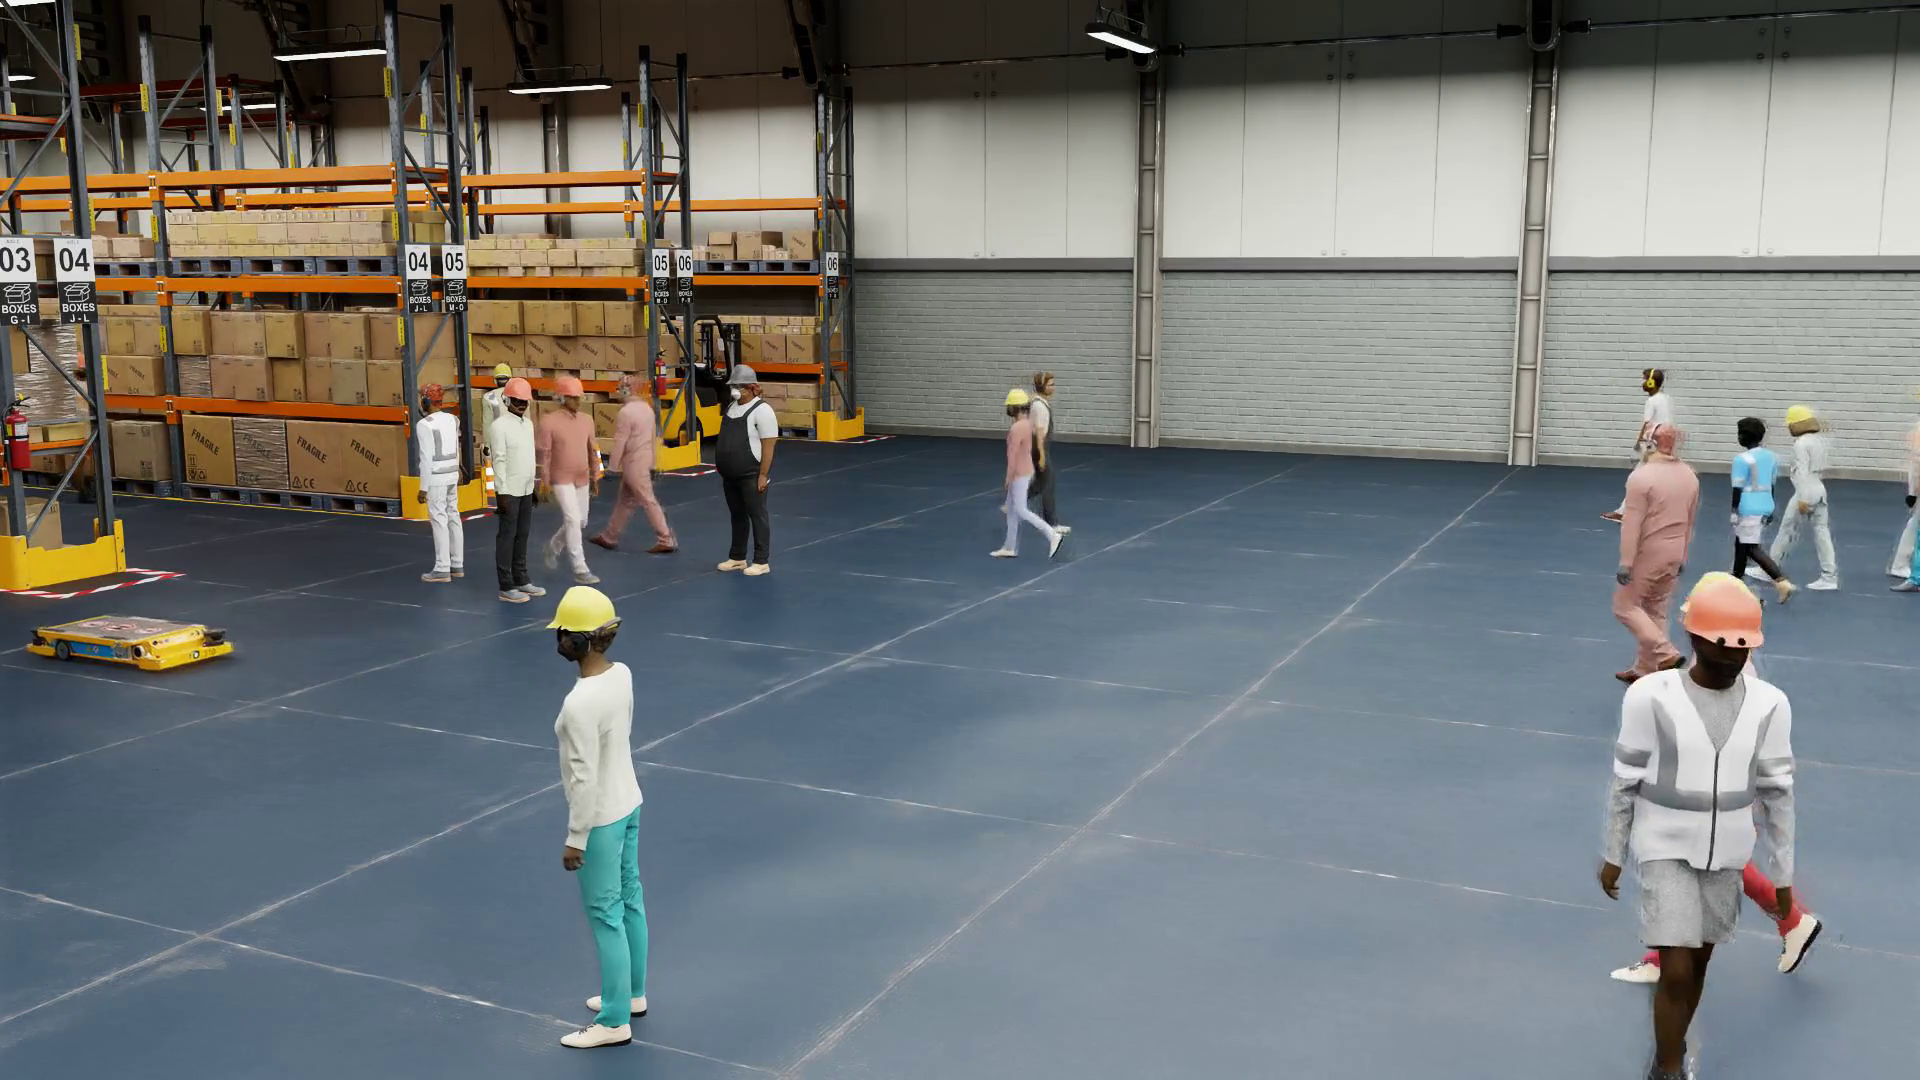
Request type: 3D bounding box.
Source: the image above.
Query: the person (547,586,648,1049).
[{"bbox_3d":[-1.385,1.046,6.331,0.323,1.768,0.523,1,9,8],"label":"person"}]

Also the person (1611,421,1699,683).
[{"bbox_3d":[4.864,0.121,11.613,0.667,1.893,0.542,-5,11,-29],"label":"person"}]

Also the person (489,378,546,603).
[{"bbox_3d":[-3.941,-0.450,14.829,0.392,1.990,0.611,3,10,15],"label":"person"}]

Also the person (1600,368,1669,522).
[{"bbox_3d":[7.915,-1.058,19.083,0.973,1.819,0.542,7,11,36],"label":"person"}]

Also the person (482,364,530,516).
[{"bbox_3d":[-5.416,-1.187,19.847,0.592,1.825,0.404,-6,11,-34],"label":"person"}]

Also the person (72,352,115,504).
[{"bbox_3d":[-10.887,-1.387,20.789,0.657,1.911,0.560,4,10,24],"label":"person"}]

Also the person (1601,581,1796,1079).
[{"bbox_3d":[2.522,1.093,5.592,0.581,1.912,0.748,0,9,2],"label":"person"}]

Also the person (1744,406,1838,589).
[{"bbox_3d":[7.774,-0.397,15.417,0.497,1.675,0.875,-8,12,-40],"label":"person"}]

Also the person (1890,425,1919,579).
[{"bbox_3d":[9.175,-0.494,15.448,0.633,1.860,0.973,-7,12,-38],"label":"person"}]

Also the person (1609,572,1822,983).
[{"bbox_3d":[3.142,0.985,6.798,0.781,1.746,0.528,2,9,11],"label":"person"}]

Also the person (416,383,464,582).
[{"bbox_3d":[-4.929,-0.543,15.725,0.360,1.883,0.574,3,10,17],"label":"person"}]

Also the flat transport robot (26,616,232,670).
[{"bbox_3d":[-6.326,0.762,12.650,1.431,0.197,0.652,4,10,24],"label":"flat transport robot"}]

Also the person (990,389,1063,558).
[{"bbox_3d":[0.678,-0.661,16.853,0.728,1.744,0.522,2,10,13],"label":"person"}]

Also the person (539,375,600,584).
[{"bbox_3d":[-3.729,-0.589,15.772,0.860,1.967,0.624,7,12,38],"label":"person"}]

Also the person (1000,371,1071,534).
[{"bbox_3d":[0.852,-0.969,18.496,0.716,1.830,0.526,-1,9,-3],"label":"person"}]

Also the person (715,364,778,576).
[{"bbox_3d":[-2.104,-0.680,16.084,0.683,2.000,0.538,9,13,43],"label":"person"}]

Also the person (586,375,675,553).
[{"bbox_3d":[-3.422,-0.775,17.250,1.012,1.851,0.639,1,9,8],"label":"person"}]

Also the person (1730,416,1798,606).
[{"bbox_3d":[7.031,-0.248,14.602,0.537,1.671,0.803,-6,11,-34],"label":"person"}]

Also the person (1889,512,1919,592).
[{"bbox_3d":[8.901,-0.403,15.034,0.705,1.821,0.599,0,9,0],"label":"person"}]
